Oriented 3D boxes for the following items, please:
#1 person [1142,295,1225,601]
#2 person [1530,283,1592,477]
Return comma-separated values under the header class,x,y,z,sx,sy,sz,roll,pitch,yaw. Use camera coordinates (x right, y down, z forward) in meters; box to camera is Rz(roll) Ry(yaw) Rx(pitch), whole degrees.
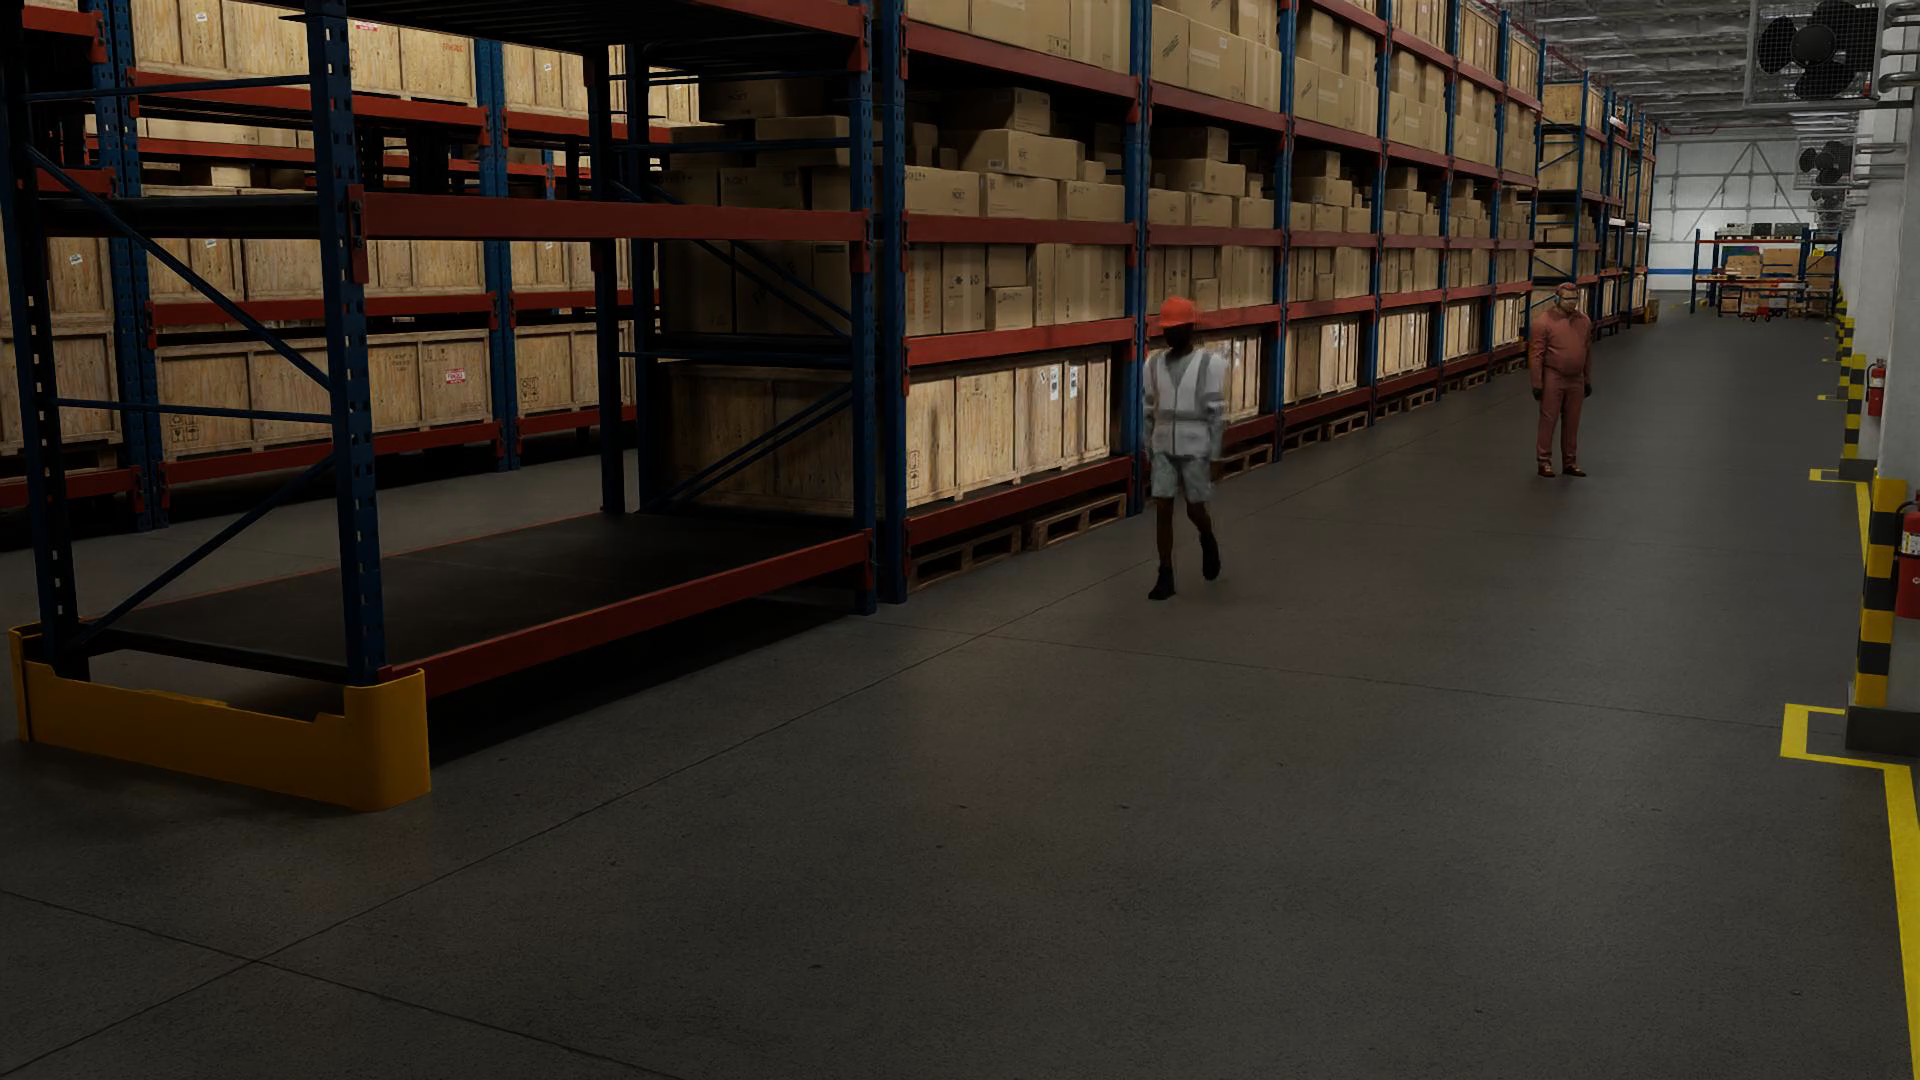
class,x,y,z,sx,sy,sz,roll,pitch,yaw
person,1.430,-0.590,10.559,0.557,1.916,0.656,5,11,28
person,5.859,-1.550,16.188,0.650,1.894,0.402,-3,10,-16
